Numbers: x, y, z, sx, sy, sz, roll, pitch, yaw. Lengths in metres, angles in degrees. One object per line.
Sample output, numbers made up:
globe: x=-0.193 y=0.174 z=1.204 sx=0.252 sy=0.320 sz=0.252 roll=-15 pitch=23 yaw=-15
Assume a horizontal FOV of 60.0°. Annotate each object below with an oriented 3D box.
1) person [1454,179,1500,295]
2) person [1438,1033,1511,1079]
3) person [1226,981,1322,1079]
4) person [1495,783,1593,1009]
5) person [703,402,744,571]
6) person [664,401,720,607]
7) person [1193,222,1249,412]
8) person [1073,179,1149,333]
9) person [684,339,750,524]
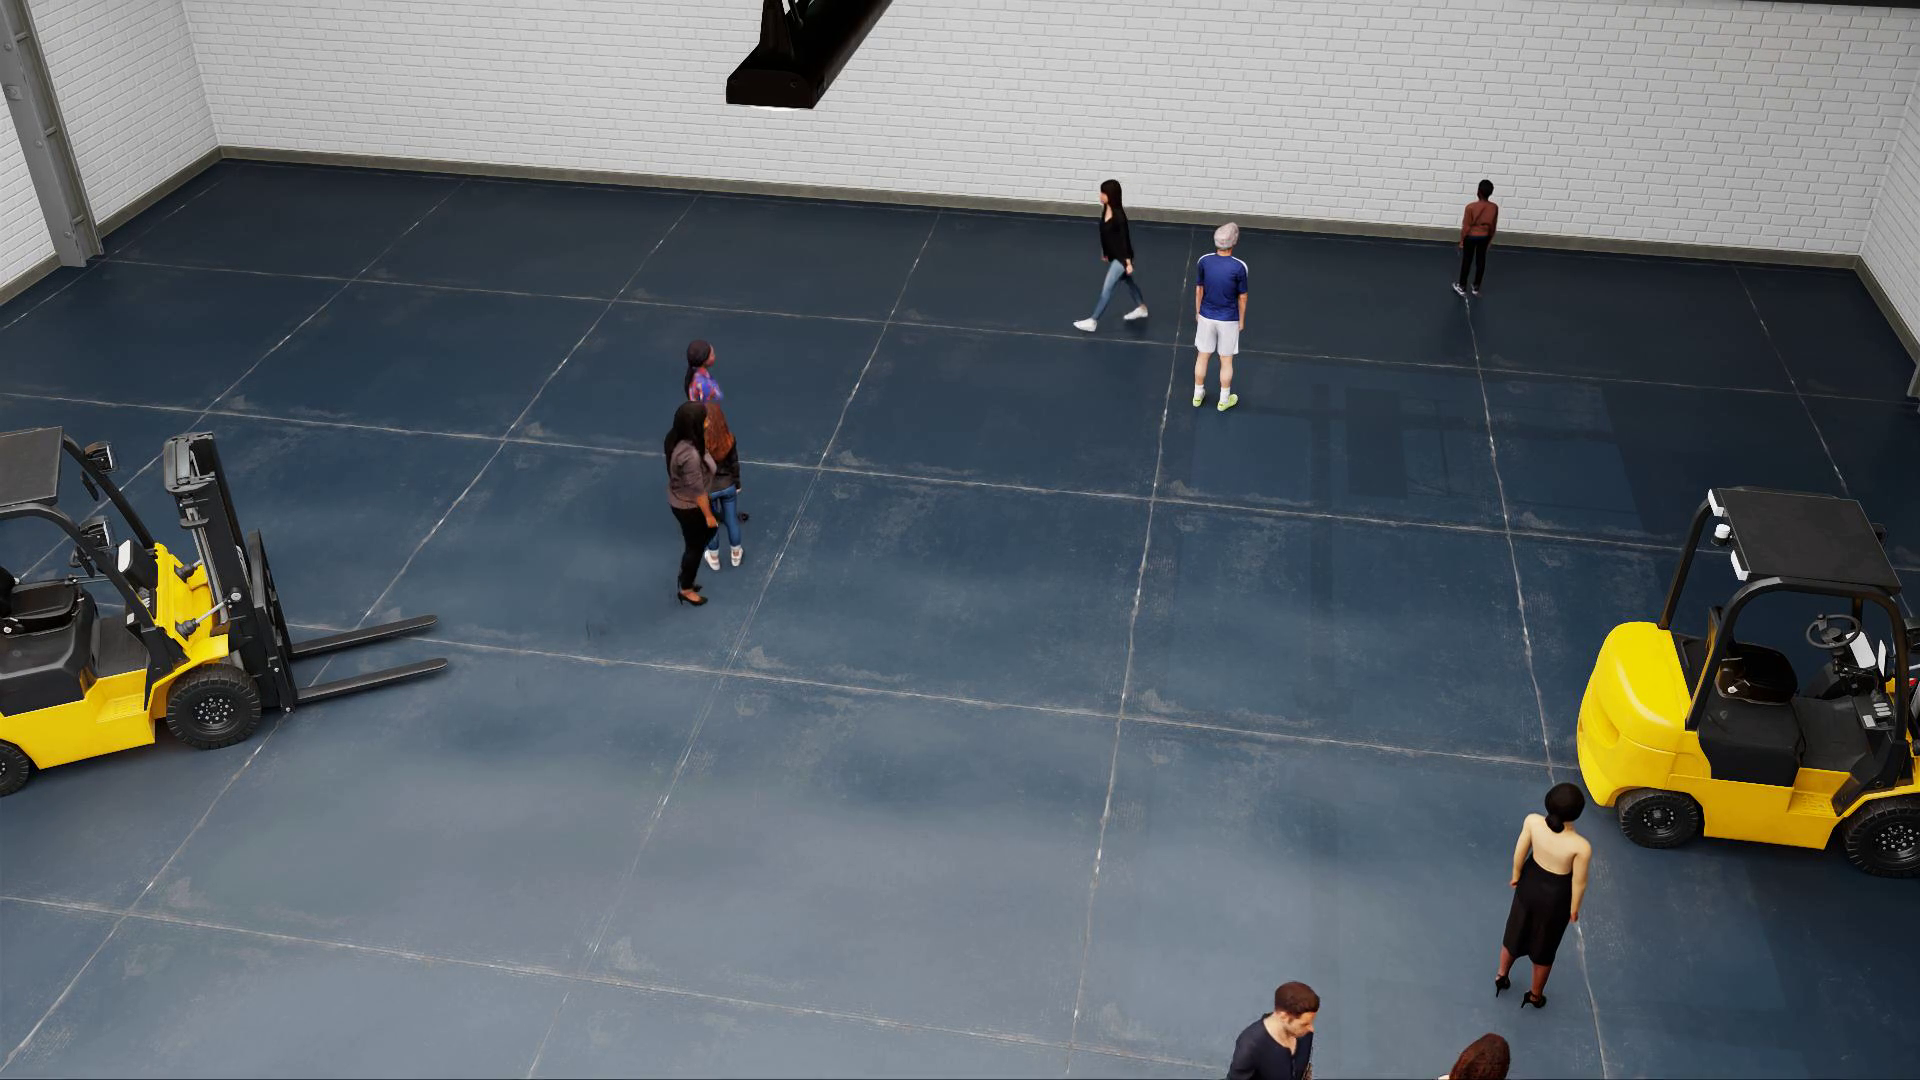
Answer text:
person: x=5.487 y=-3.223 z=17.665 sx=0.562 sy=1.254 sz=0.526 roll=-2 pitch=34 yaw=-2
person: x=2.460 y=3.023 z=8.099 sx=0.615 sy=1.442 sz=1.025 roll=7 pitch=34 yaw=11
person: x=1.388 y=2.751 z=8.158 sx=0.808 sy=1.829 sz=0.878 roll=-22 pitch=40 yaw=-30
person: x=3.303 y=2.017 z=9.421 sx=0.660 sy=1.653 sz=0.691 roll=28 pitch=42 yaw=35
person: x=-1.938 y=-0.431 z=13.260 sx=0.633 sy=1.482 sz=0.663 roll=-14 pitch=36 yaw=-20
person: x=-2.138 y=-0.223 z=12.644 sx=0.860 sy=1.816 sz=0.760 roll=-13 pitch=36 yaw=-18
person: x=2.403 y=-2.068 z=15.399 sx=0.685 sy=1.839 sz=0.638 roll=14 pitch=36 yaw=20
person: x=1.667 y=-2.869 z=16.834 sx=0.995 sy=1.585 sz=1.120 roll=-10 pitch=35 yaw=-15
person: x=-2.145 y=-0.827 z=13.629 sx=0.823 sy=1.731 sz=0.765 roll=-15 pitch=36 yaw=-21
